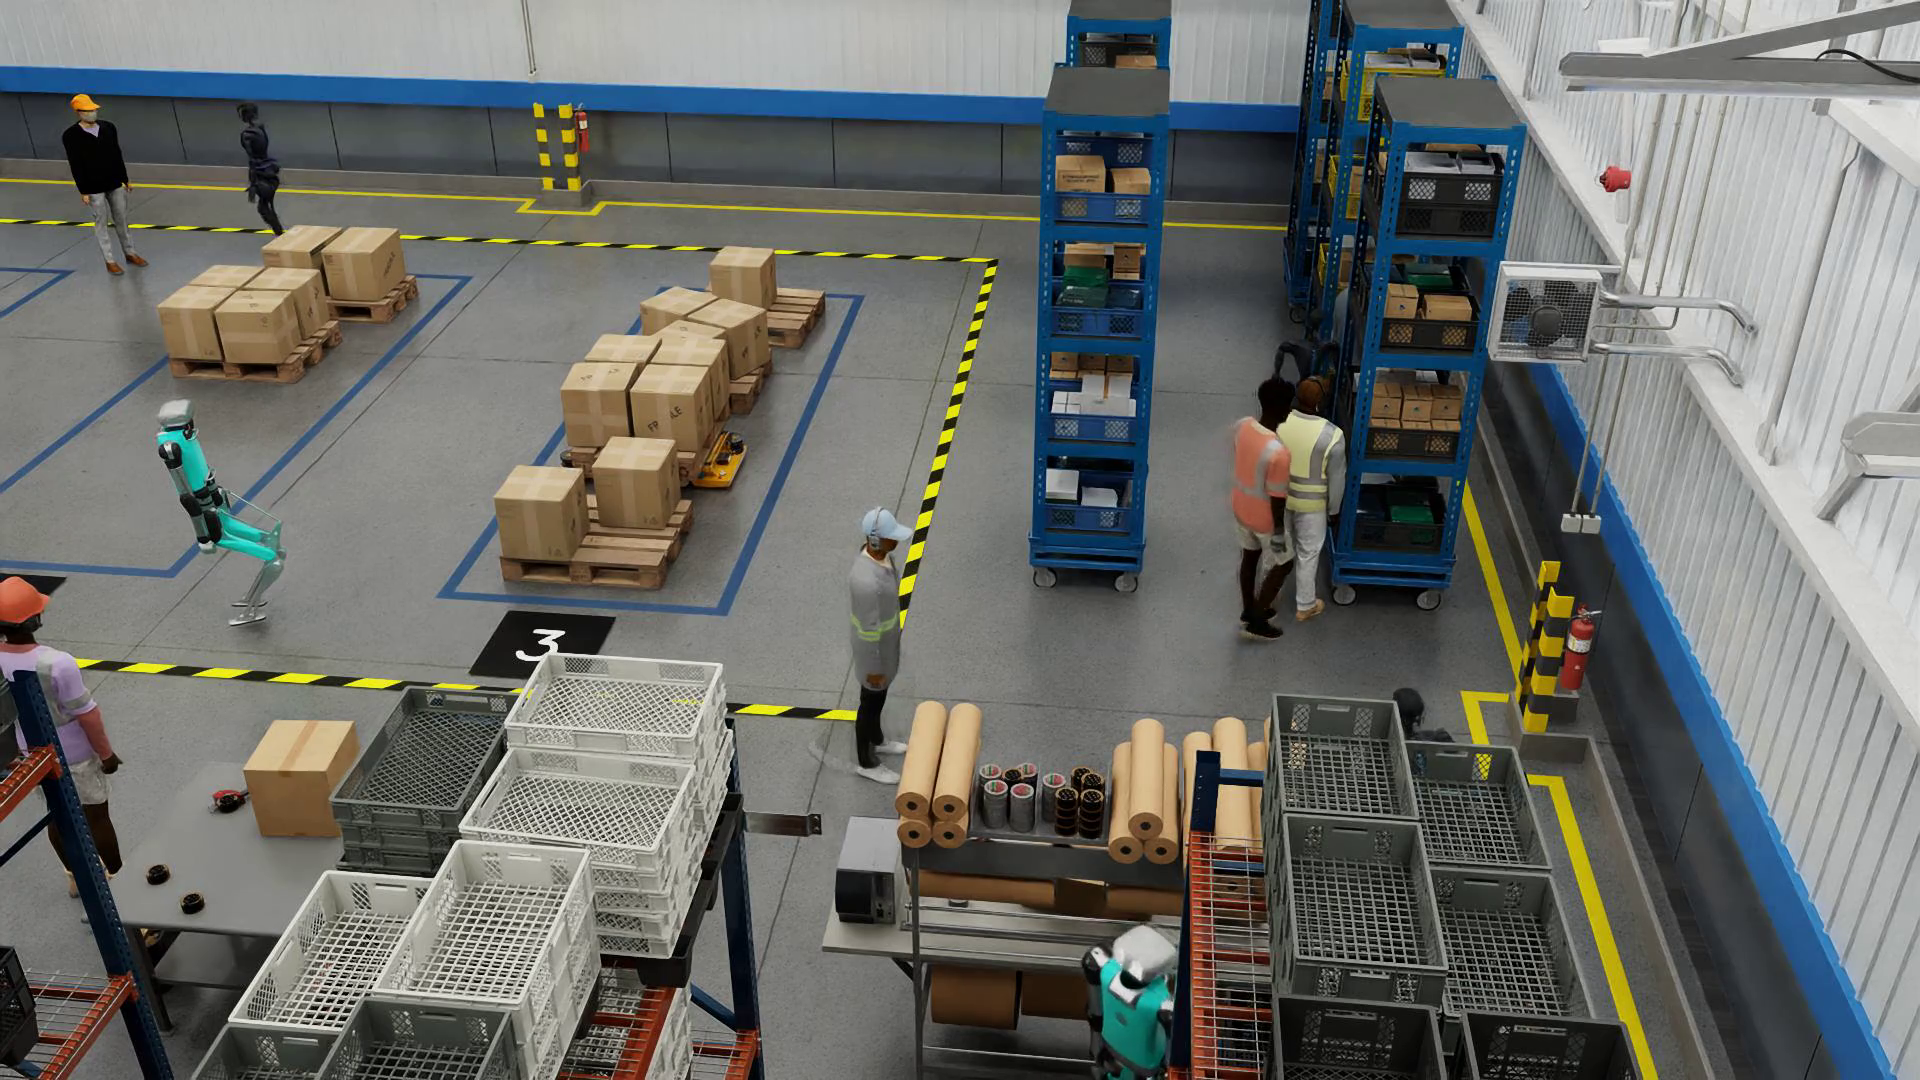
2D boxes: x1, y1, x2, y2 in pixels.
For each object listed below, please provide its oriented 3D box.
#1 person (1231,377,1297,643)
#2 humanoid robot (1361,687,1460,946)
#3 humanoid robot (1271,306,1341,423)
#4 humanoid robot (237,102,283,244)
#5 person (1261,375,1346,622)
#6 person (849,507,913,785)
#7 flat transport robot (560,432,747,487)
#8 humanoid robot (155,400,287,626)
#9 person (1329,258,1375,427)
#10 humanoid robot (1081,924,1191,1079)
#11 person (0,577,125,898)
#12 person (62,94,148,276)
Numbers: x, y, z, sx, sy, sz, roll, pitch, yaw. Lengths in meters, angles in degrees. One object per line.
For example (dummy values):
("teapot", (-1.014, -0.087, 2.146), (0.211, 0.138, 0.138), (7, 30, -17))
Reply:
("person", (2.081, -0.215, 11.361), (0.446, 1.959, 0.626), (-13, 33, -21))
("humanoid robot", (2.368, 1.532, 8.660), (0.612, 1.633, 0.513), (-7, 31, -12))
("humanoid robot", (2.687, -1.054, 13.070), (0.598, 1.658, 0.318), (-2, 30, -3))
("humanoid robot", (-7.542, -3.914, 18.001), (0.363, 1.648, 0.588), (-2, 30, -4))
("person", (2.379, -0.296, 11.618), (0.633, 1.841, 0.429), (20, 36, 30))
("person", (-0.465, 0.619, 10.037), (0.396, 1.850, 0.596), (3, 30, 5))
("flat transport robot", (-2.554, -0.707, 13.861), (1.431, 0.197, 0.652), (3, 30, 6))
("humanoid robot", (-4.975, -0.196, 11.419), (0.735, 1.674, 0.533), (-6, 31, -10))
("person", (3.164, -1.326, 13.298), (0.372, 1.933, 0.627), (-7, 31, -13))
("humanoid robot", (0.884, 2.275, 7.294), (0.548, 1.737, 0.915), (26, 39, 36))
("person", (-4.883, 1.098, 9.026), (0.607, 2.044, 0.367), (4, 30, 7))
("person", (-9.013, -3.745, 17.501), (0.358, 1.884, 0.587), (18, 35, 28))
